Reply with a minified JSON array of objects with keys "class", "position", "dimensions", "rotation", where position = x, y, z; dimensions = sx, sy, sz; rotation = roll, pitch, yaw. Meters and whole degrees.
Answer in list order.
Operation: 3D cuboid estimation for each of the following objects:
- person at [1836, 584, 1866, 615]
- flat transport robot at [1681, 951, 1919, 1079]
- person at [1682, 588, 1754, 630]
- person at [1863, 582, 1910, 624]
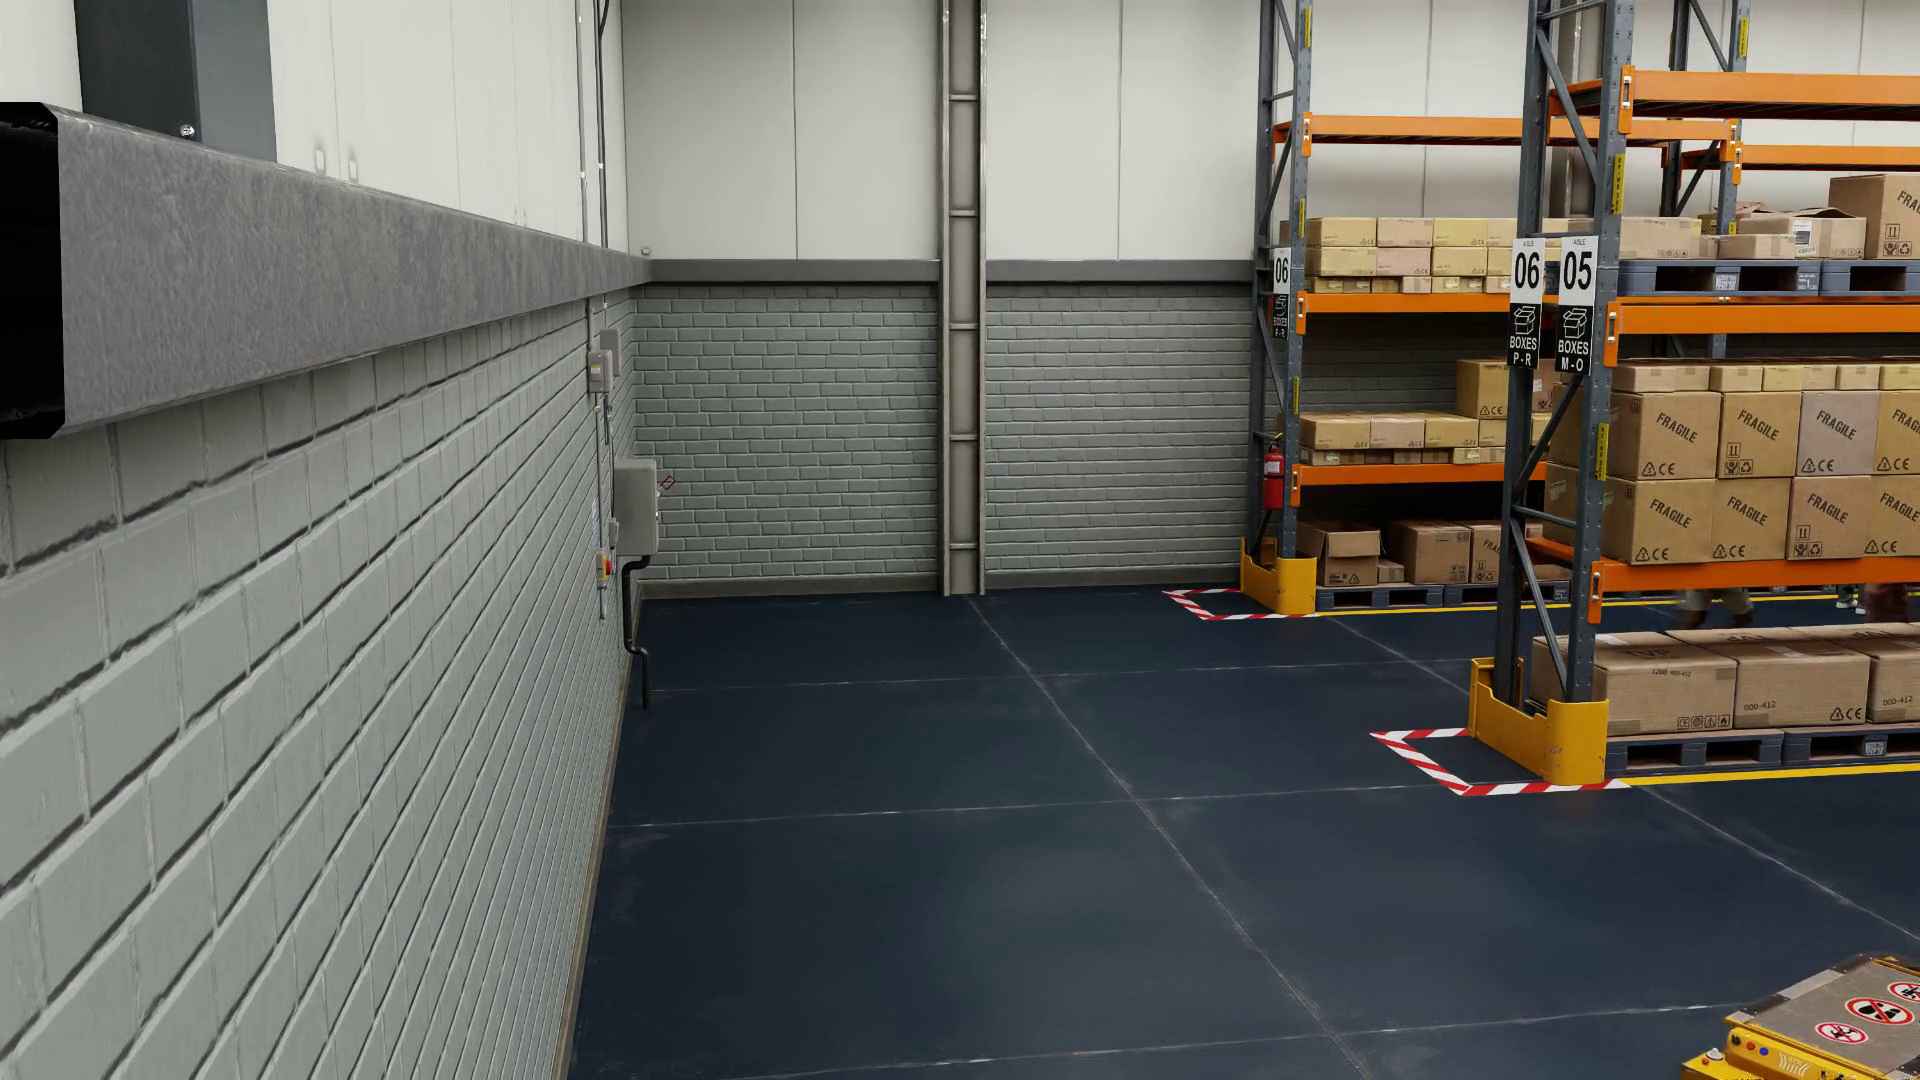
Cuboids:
[{"class":"person","position":[8.039,-0.293,14.687],"dimensions":[0.392,1.920,0.585],"rotation":[-1,9,-9]},{"class":"flat transport robot","position":[3.430,1.891,6.274],"dimensions":[1.431,0.197,0.652],"rotation":[-6,11,-35]},{"class":"person","position":[5.400,0.190,11.712],"dimensions":[0.737,1.909,0.542],"rotation":[-1,9,-9]},{"class":"person","position":[7.027,0.041,12.716],"dimensions":[0.768,1.875,0.684],"rotation":[0,9,0]}]
